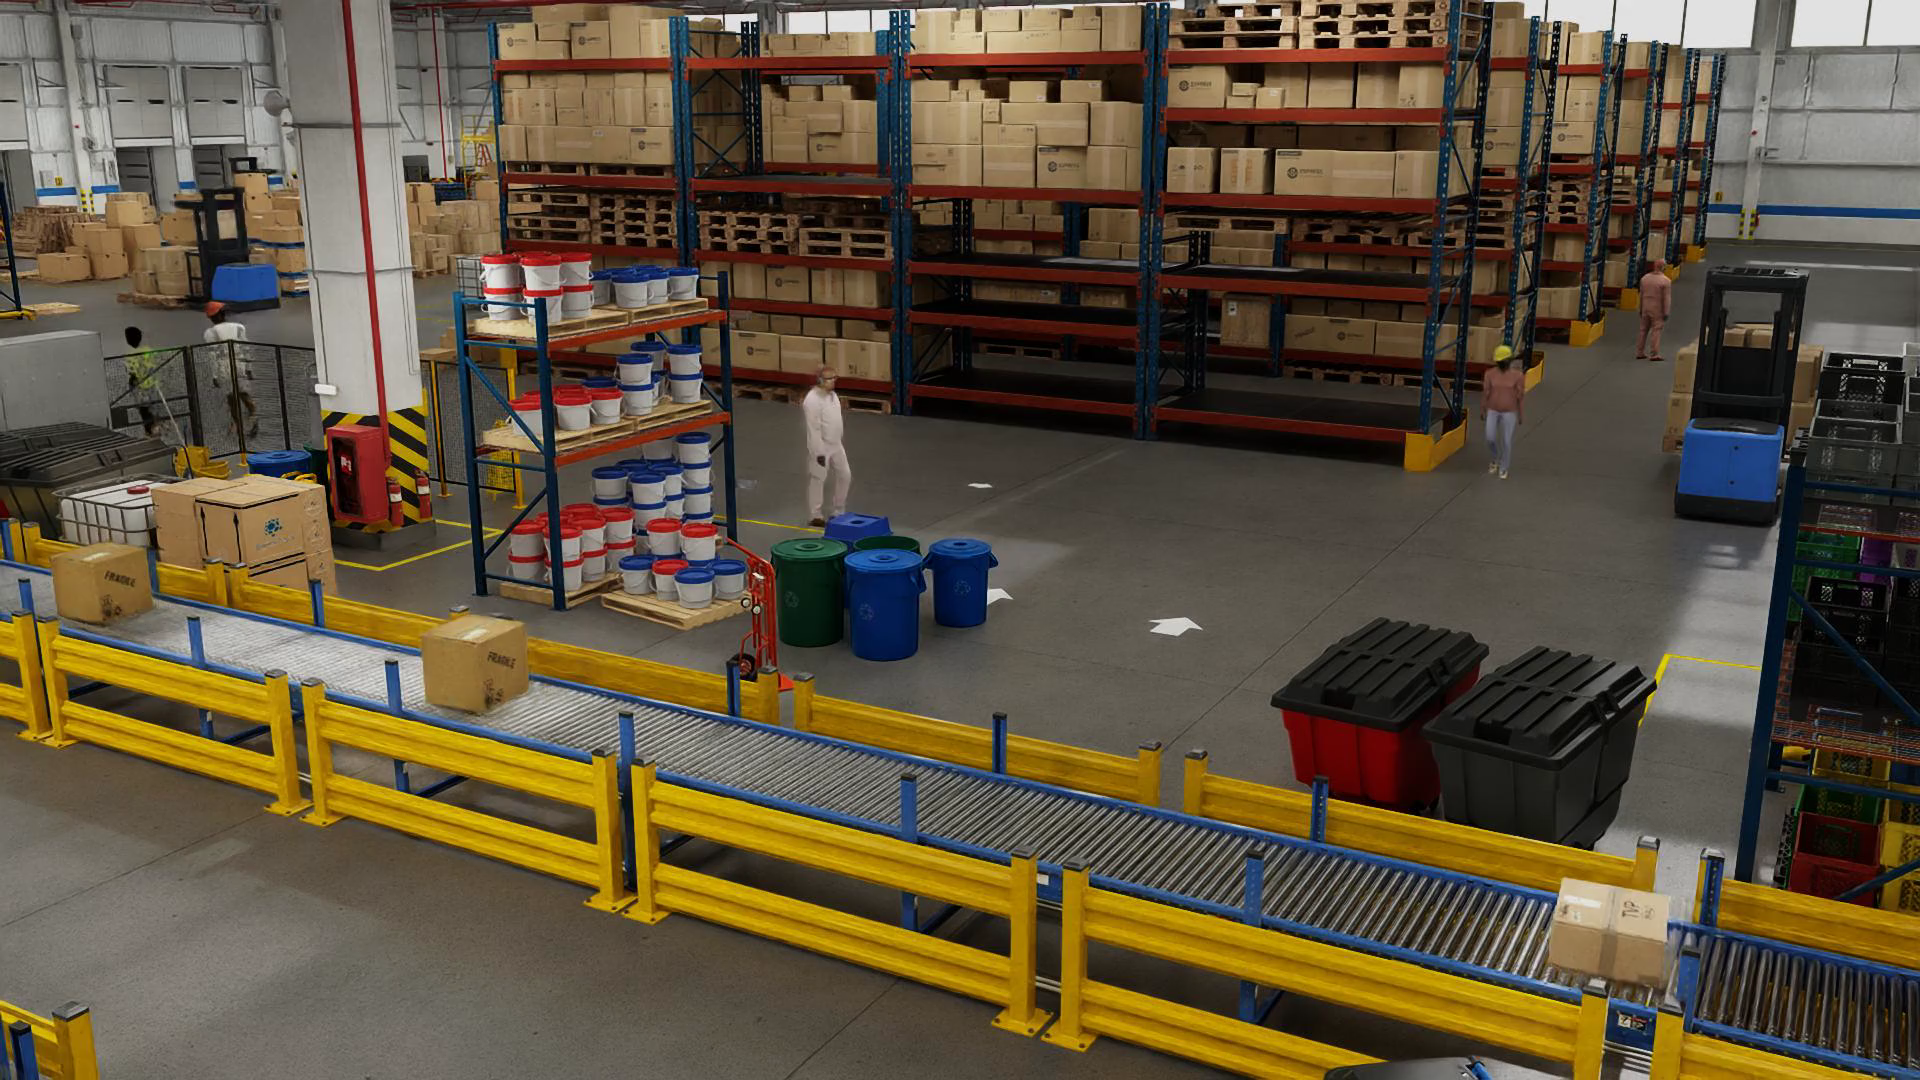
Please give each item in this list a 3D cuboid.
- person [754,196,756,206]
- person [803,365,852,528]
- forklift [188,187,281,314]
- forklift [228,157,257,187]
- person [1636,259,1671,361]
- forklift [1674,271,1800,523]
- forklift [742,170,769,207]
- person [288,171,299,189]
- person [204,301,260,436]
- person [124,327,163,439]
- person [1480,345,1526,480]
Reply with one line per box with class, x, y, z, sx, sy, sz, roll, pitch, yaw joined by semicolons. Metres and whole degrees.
person;-6.331;-9.845;51.935;0.568;1.925;0.427;4;15;14
person;-1.471;-1.047;18.931;0.640;1.886;0.664;8;17;28
forklift;-16.796;-6.688;38.243;1.873;2.768;1.129;8;17;28
forklift;-24.704;-11.836;57.594;1.873;2.768;1.129;8;17;28
person;13.030;-4.306;31.175;0.399;1.900;0.643;-9;17;-30
forklift;9.269;-1.763;19.726;1.129;2.768;1.873;8;17;27
forklift;-6.355;-10.209;51.478;1.129;2.768;1.873;8;17;28
person;-27.154;-14.132;68.057;0.591;1.921;0.382;-13;19;-40
person;-10.545;-2.466;24.113;0.835;1.989;0.656;13;20;40
person;-11.634;-2.186;23.585;0.366;1.685;0.551;-1;15;-3
person;6.995;-1.642;21.449;0.570;1.732;0.387;8;17;29
